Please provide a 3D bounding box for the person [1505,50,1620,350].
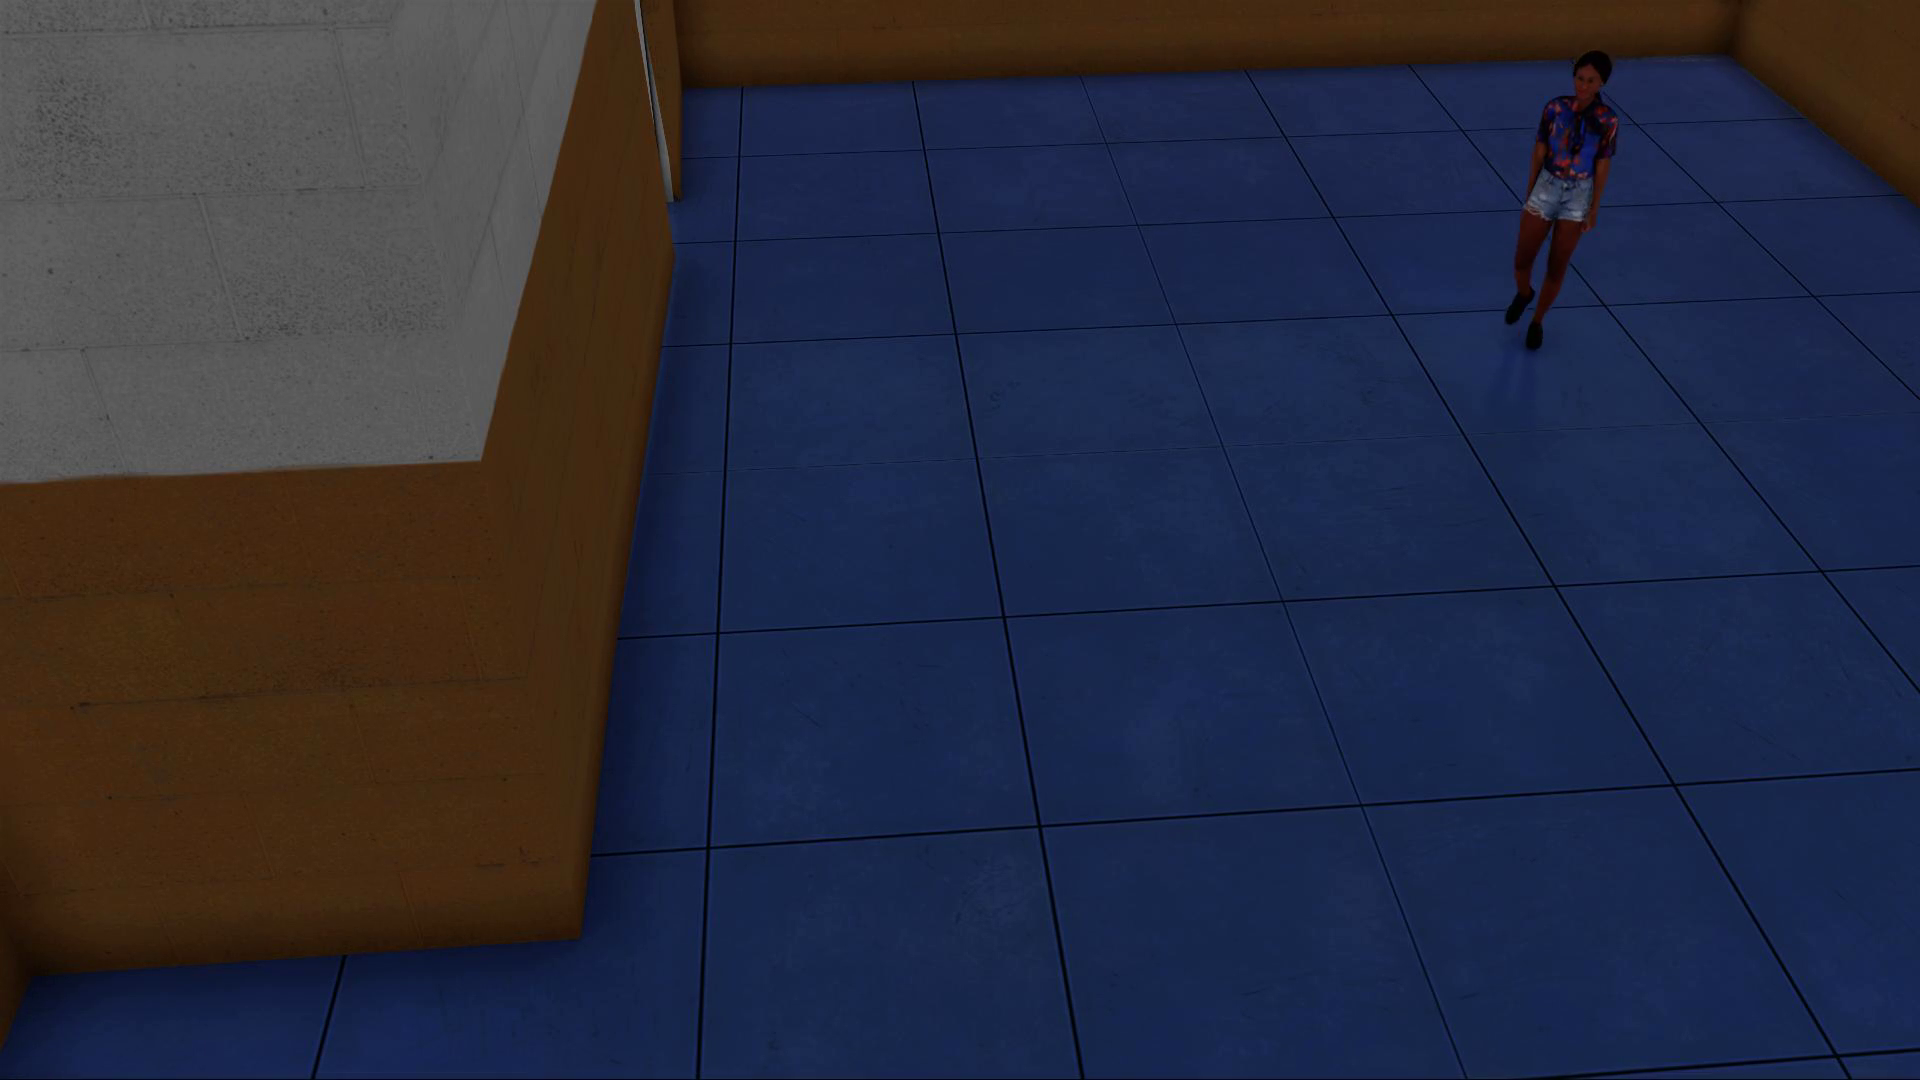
[{"bbox_3d":[3.413,-1.931,9.404,0.715,1.735,0.783,15,39,19],"label":"person"}]
